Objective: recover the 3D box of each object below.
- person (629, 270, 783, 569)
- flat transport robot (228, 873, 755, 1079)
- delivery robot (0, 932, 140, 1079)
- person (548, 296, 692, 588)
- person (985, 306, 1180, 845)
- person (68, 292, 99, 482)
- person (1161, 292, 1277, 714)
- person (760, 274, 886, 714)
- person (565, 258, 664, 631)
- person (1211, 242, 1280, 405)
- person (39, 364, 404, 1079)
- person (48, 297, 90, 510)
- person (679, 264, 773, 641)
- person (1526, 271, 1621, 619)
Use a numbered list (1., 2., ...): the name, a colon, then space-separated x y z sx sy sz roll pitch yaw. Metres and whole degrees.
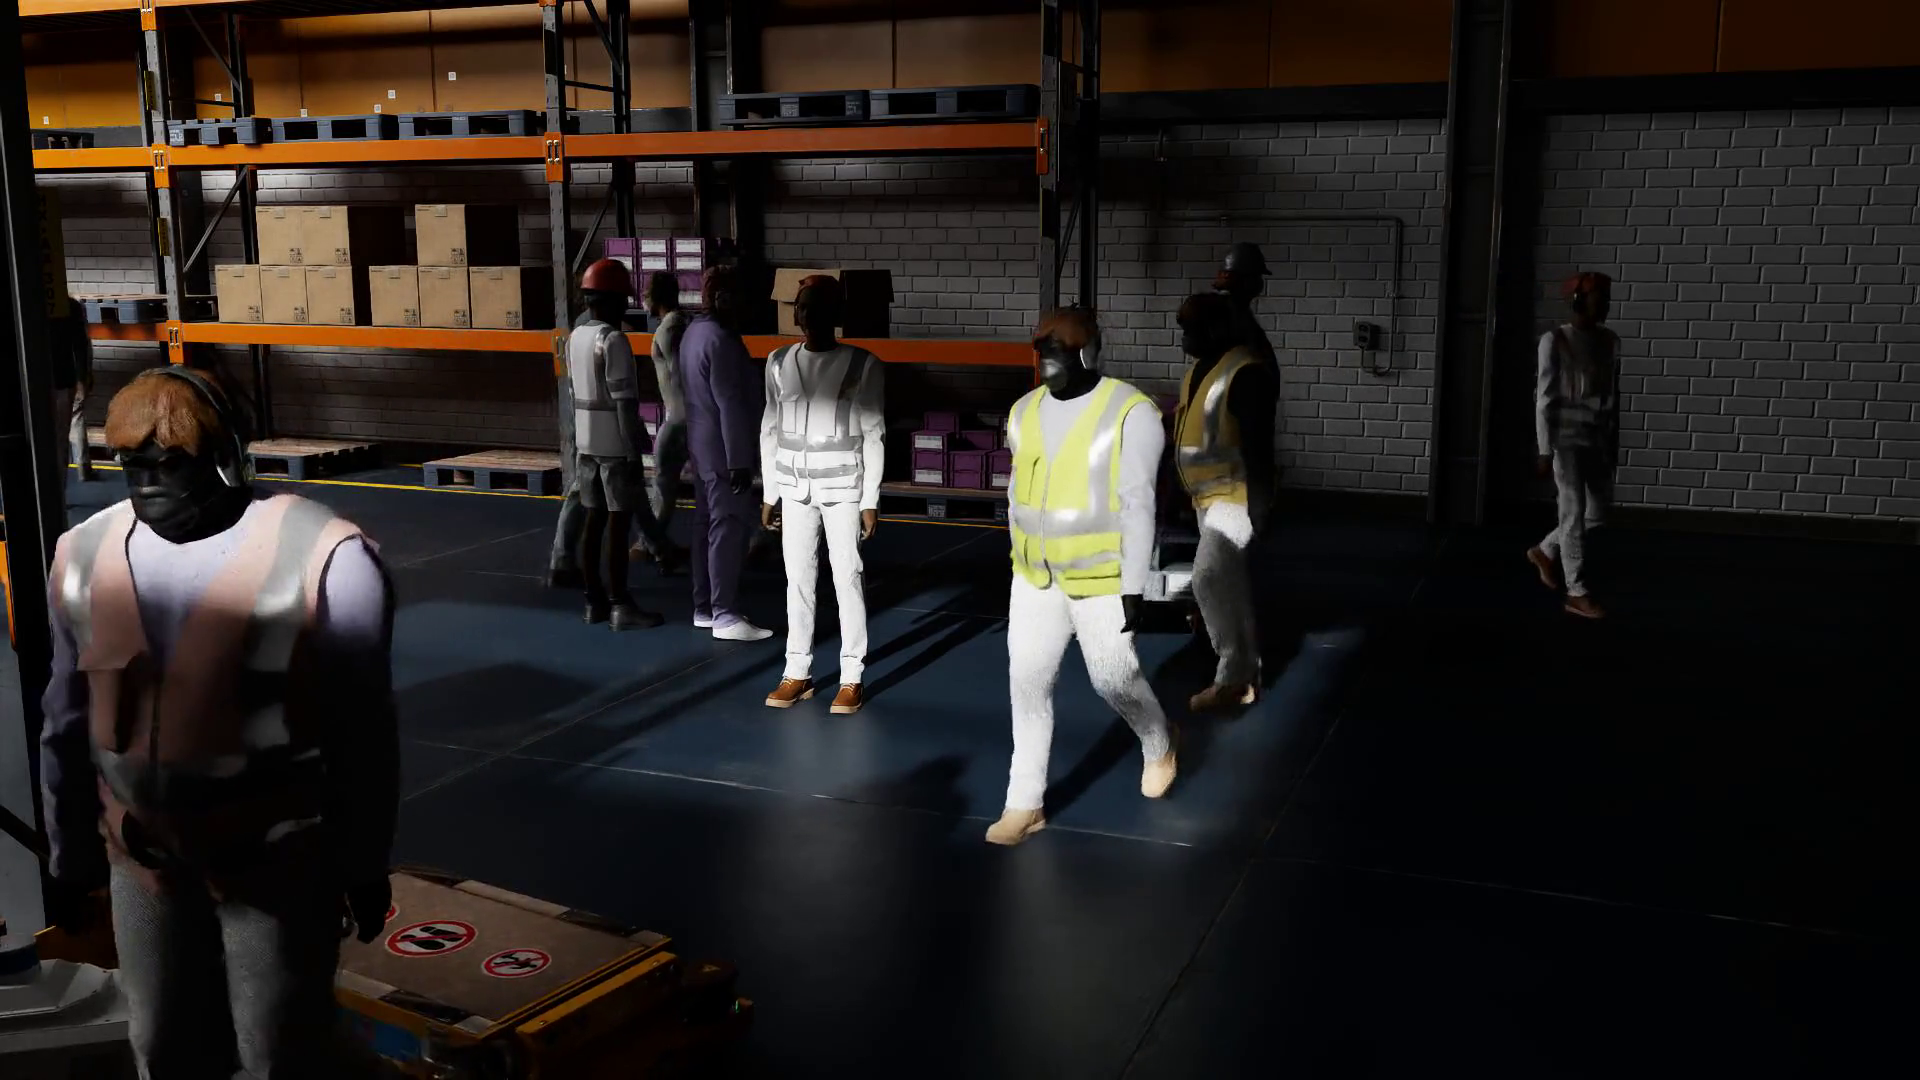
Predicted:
1. person: -1.617 -0.734 10.308 1.091 1.861 0.639 2 10 12
2. flat transport robot: -1.295 1.131 4.292 1.431 0.197 0.652 6 12 31
3. delivery robot: -1.994 1.079 3.530 0.707 0.478 0.477 -3 11 -15
4. person: -2.011 -0.670 9.818 0.979 1.889 0.647 -3 11 -17
5. person: 0.444 0.103 5.734 0.629 1.814 0.830 7 13 36
6. person: -7.596 -1.441 13.957 0.614 1.942 0.409 -3 11 -17
7. person: 1.113 -0.169 7.279 0.537 1.813 0.657 -2 10 -12
8. person: -0.601 -0.192 7.168 0.574 1.885 0.356 4 11 20
9. person: -1.820 -0.492 8.697 0.359 1.936 0.544 -9 14 -42
10. person: 1.724 -0.848 10.386 0.536 2.000 0.703 2 10 11
11. person: -1.351 0.565 3.153 0.682 1.817 0.576 2 10 10
12. person: -6.763 -1.157 12.326 0.612 1.953 0.825 -7 12 -33
13. person: -1.193 -0.442 8.499 0.407 1.906 0.655 -5 11 -25
14. person: 3.383 -0.537 9.129 0.598 1.867 0.694 -5 11 -25
